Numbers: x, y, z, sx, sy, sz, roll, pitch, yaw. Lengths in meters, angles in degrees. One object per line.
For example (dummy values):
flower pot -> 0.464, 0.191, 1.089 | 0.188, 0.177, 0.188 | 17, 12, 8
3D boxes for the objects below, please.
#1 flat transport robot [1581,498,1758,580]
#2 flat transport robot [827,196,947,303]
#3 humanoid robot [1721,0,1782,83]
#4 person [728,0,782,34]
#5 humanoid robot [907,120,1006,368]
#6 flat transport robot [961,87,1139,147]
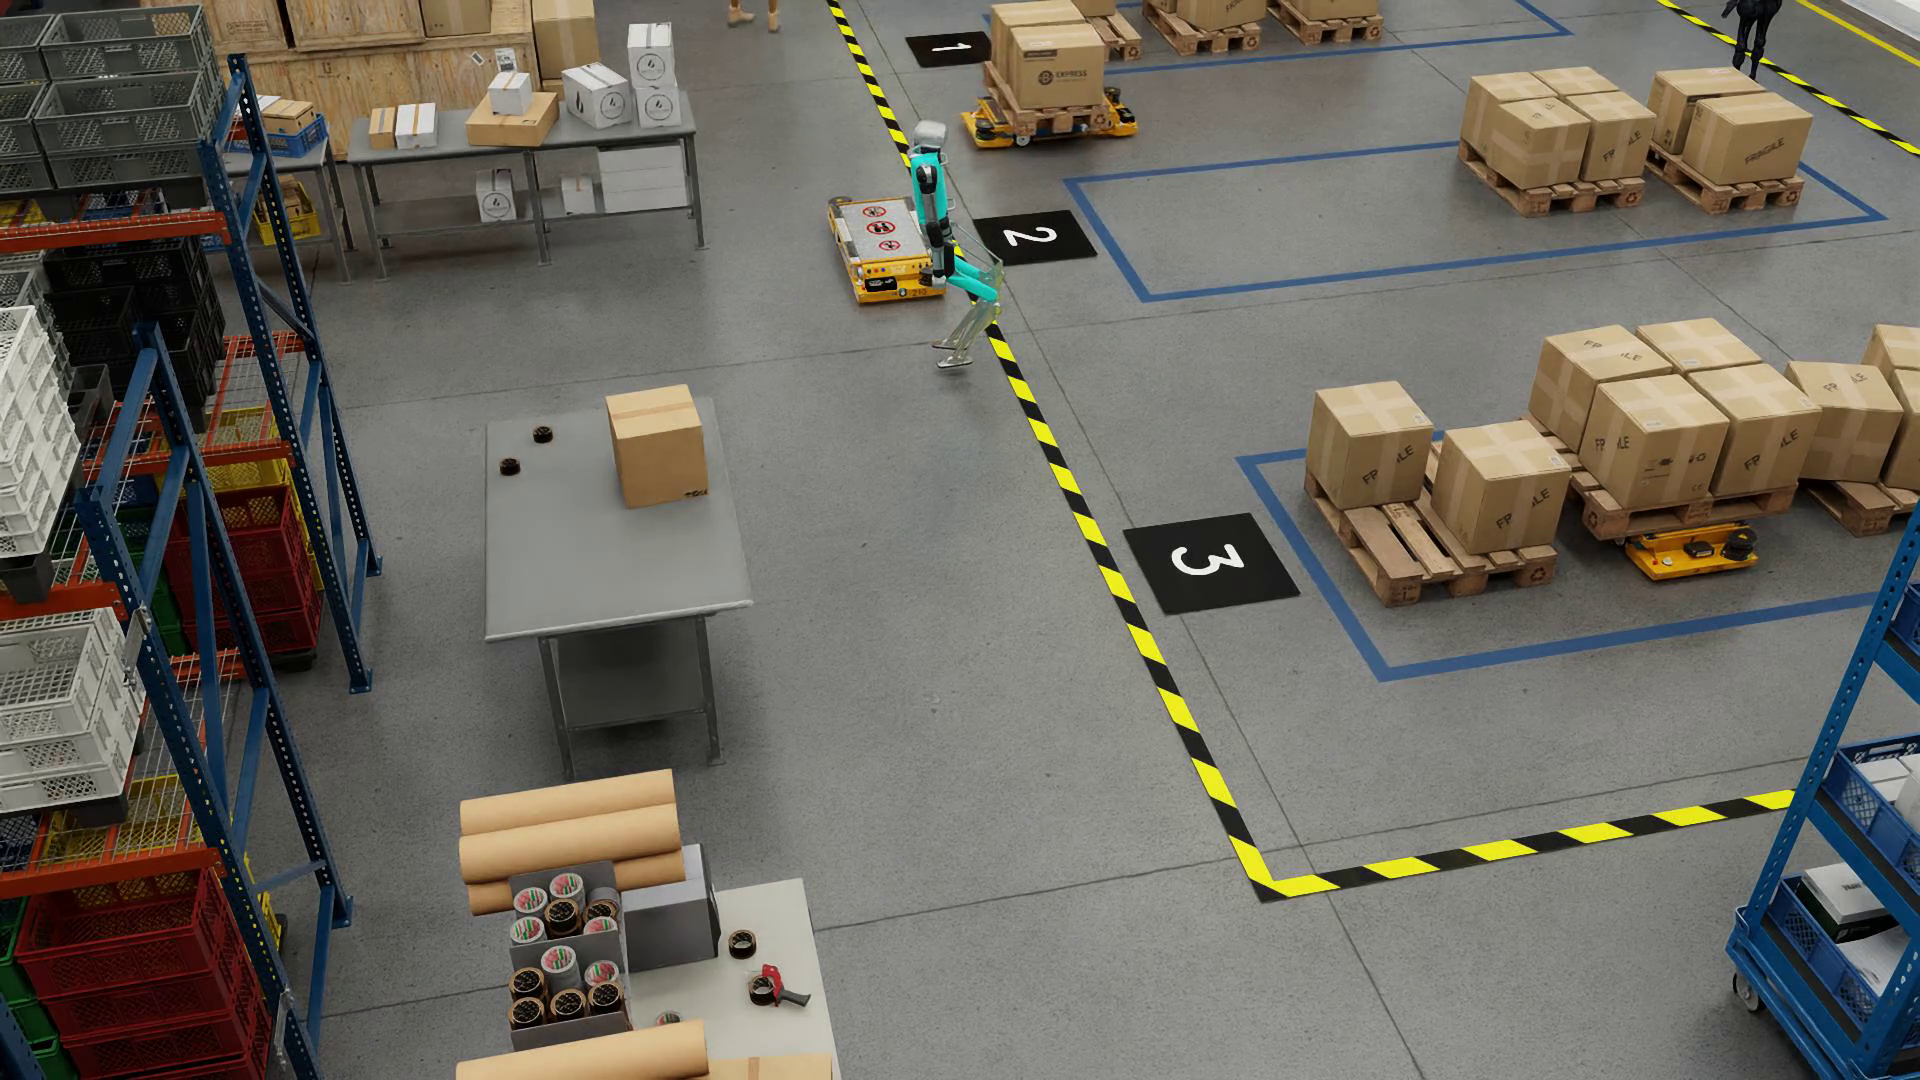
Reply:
flat transport robot -> 4.062, -0.294, 9.926 | 0.652, 0.197, 1.431 | -8, 37, -10
flat transport robot -> -0.570, -2.220, 12.538 | 0.659, 0.231, 1.431 | -8, 37, -10
humanoid robot -> 7.166, -4.882, 14.923 | 0.599, 1.656, 0.315 | -15, 39, -19
person -> -1.987, -5.912, 16.061 | 0.667, 1.987, 0.392 | 22, 42, 27
humanoid robot -> 0.035, -1.906, 10.773 | 0.735, 1.677, 0.533 | -2, 37, -2
flat transport robot -> 0.780, -3.696, 14.498 | 1.431, 0.197, 0.652 | -8, 37, -10
